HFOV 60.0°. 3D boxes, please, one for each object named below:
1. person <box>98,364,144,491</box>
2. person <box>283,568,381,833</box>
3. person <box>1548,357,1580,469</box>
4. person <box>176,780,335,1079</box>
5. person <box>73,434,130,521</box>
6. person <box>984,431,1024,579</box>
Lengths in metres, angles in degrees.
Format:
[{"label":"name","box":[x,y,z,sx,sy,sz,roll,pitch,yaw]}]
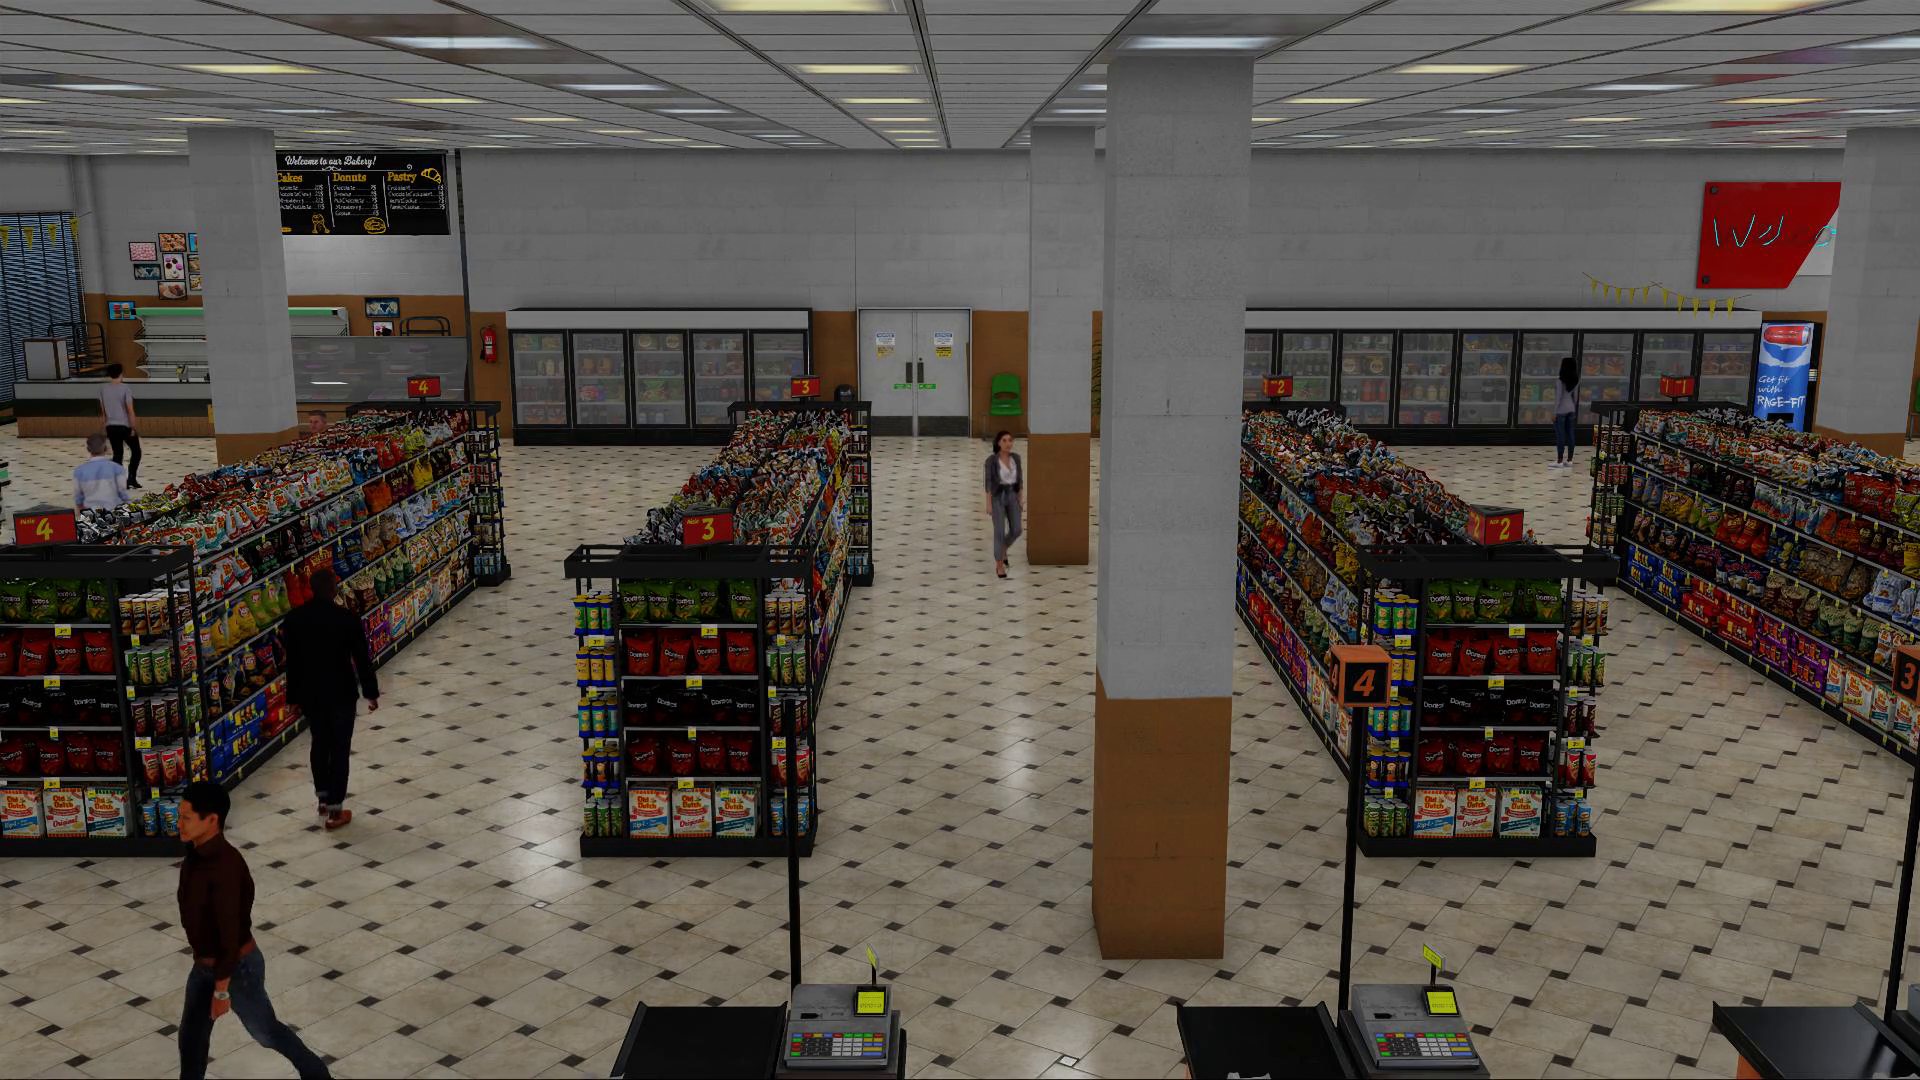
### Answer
[{"label":"person","box":[-12.171,-1.601,24.002,0.660,1.853,0.590,0,12,-1]},{"label":"person","box":[-4.325,1.102,11.277,0.736,1.808,0.681,0,12,2]},{"label":"person","box":[9.549,-2.012,26.243,0.686,1.735,0.676,-6,13,-26]},{"label":"person","box":[-3.215,1.930,7.526,1.158,1.731,1.251,11,16,41]},{"label":"person","box":[-8.955,-0.207,17.442,0.733,1.828,0.672,-3,12,-13]},{"label":"person","box":[0.463,-0.418,18.833,0.754,1.667,0.798,-5,13,-23]}]
